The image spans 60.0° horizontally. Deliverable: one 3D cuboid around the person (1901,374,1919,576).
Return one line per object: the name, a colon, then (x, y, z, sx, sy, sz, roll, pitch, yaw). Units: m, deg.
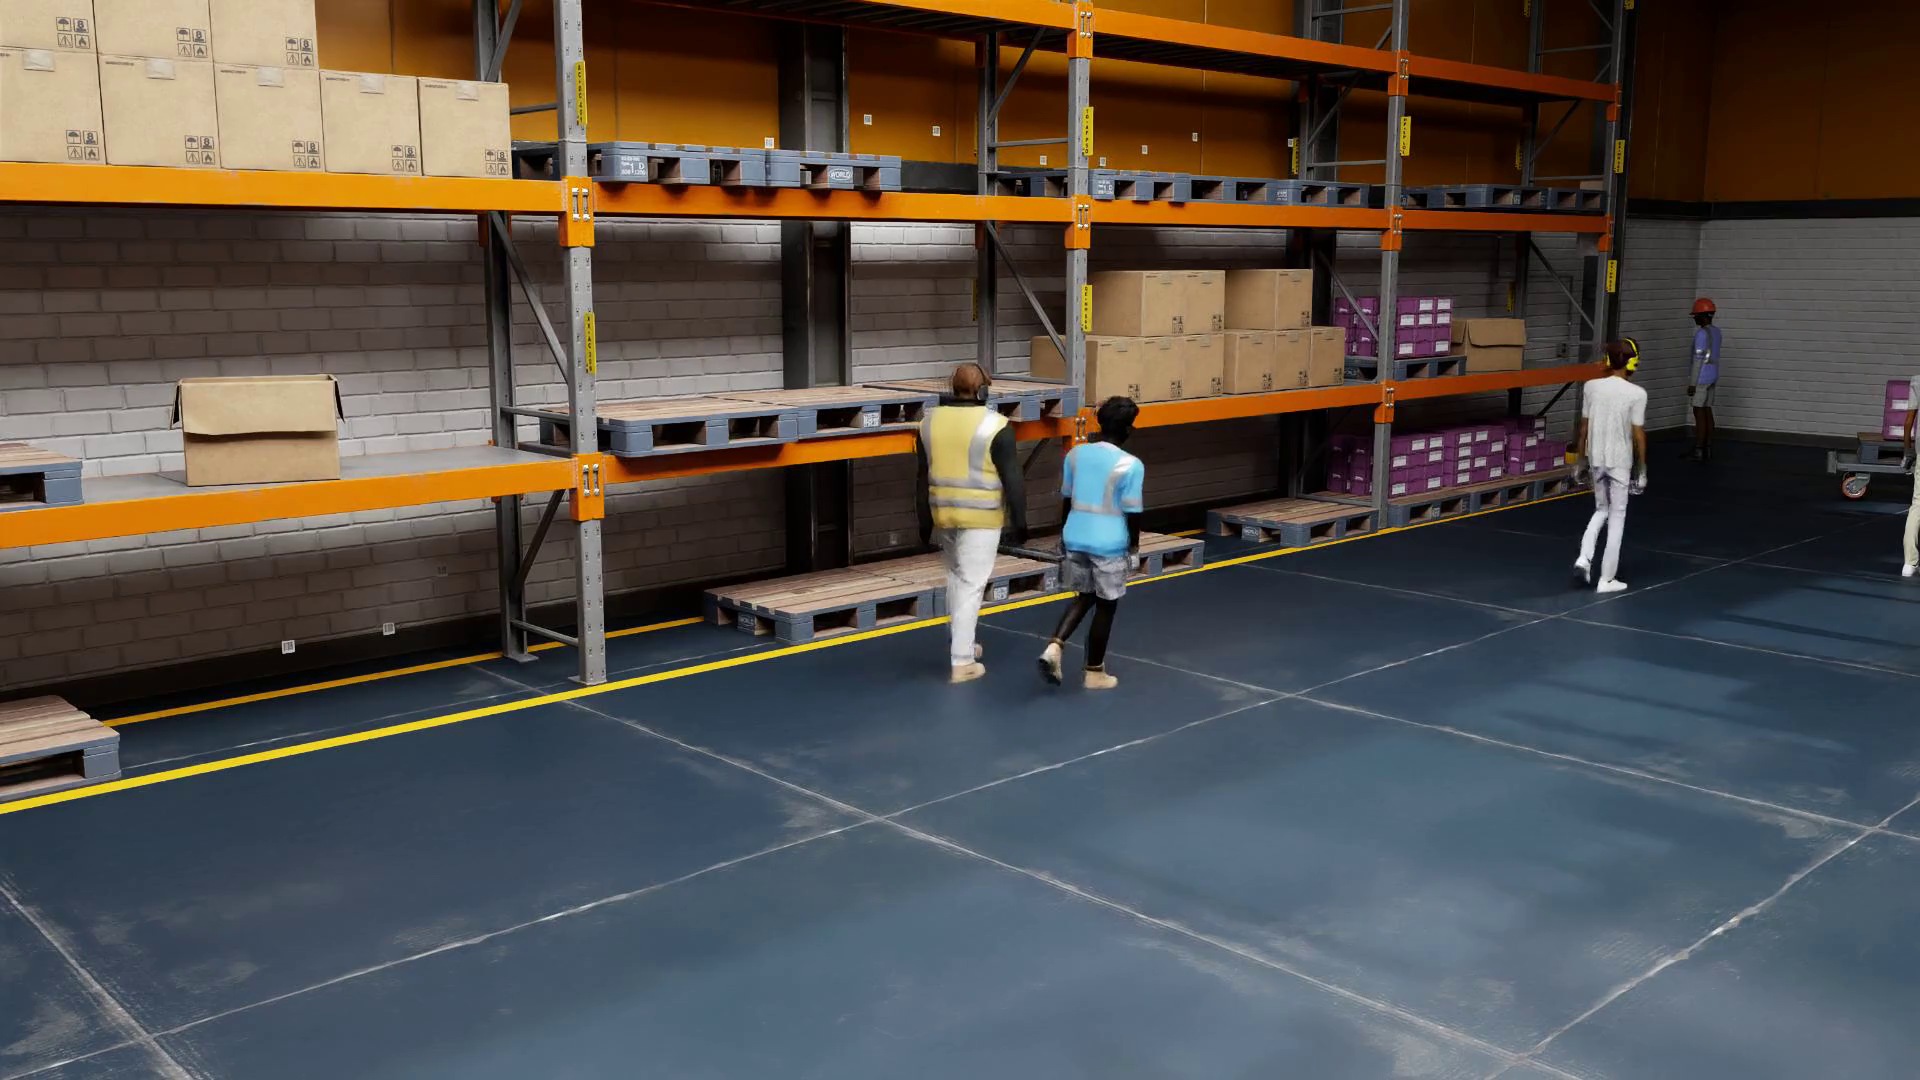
person: (7.376, -0.627, 12.532, 0.315, 1.862, 0.526, -7, 12, -34)

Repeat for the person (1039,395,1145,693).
person: (0.753, 0.041, 9.168, 0.572, 1.669, 0.492, 10, 14, 44)

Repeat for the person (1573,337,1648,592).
person: (4.711, -0.534, 12.018, 0.415, 1.852, 0.546, -7, 12, -36)

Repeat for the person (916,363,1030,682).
person: (0.107, -0.118, 9.686, 0.628, 1.817, 0.732, 7, 12, 36)

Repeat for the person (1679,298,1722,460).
person: (8.873, -1.921, 19.923, 0.380, 1.929, 0.540, 9, 13, 43)
